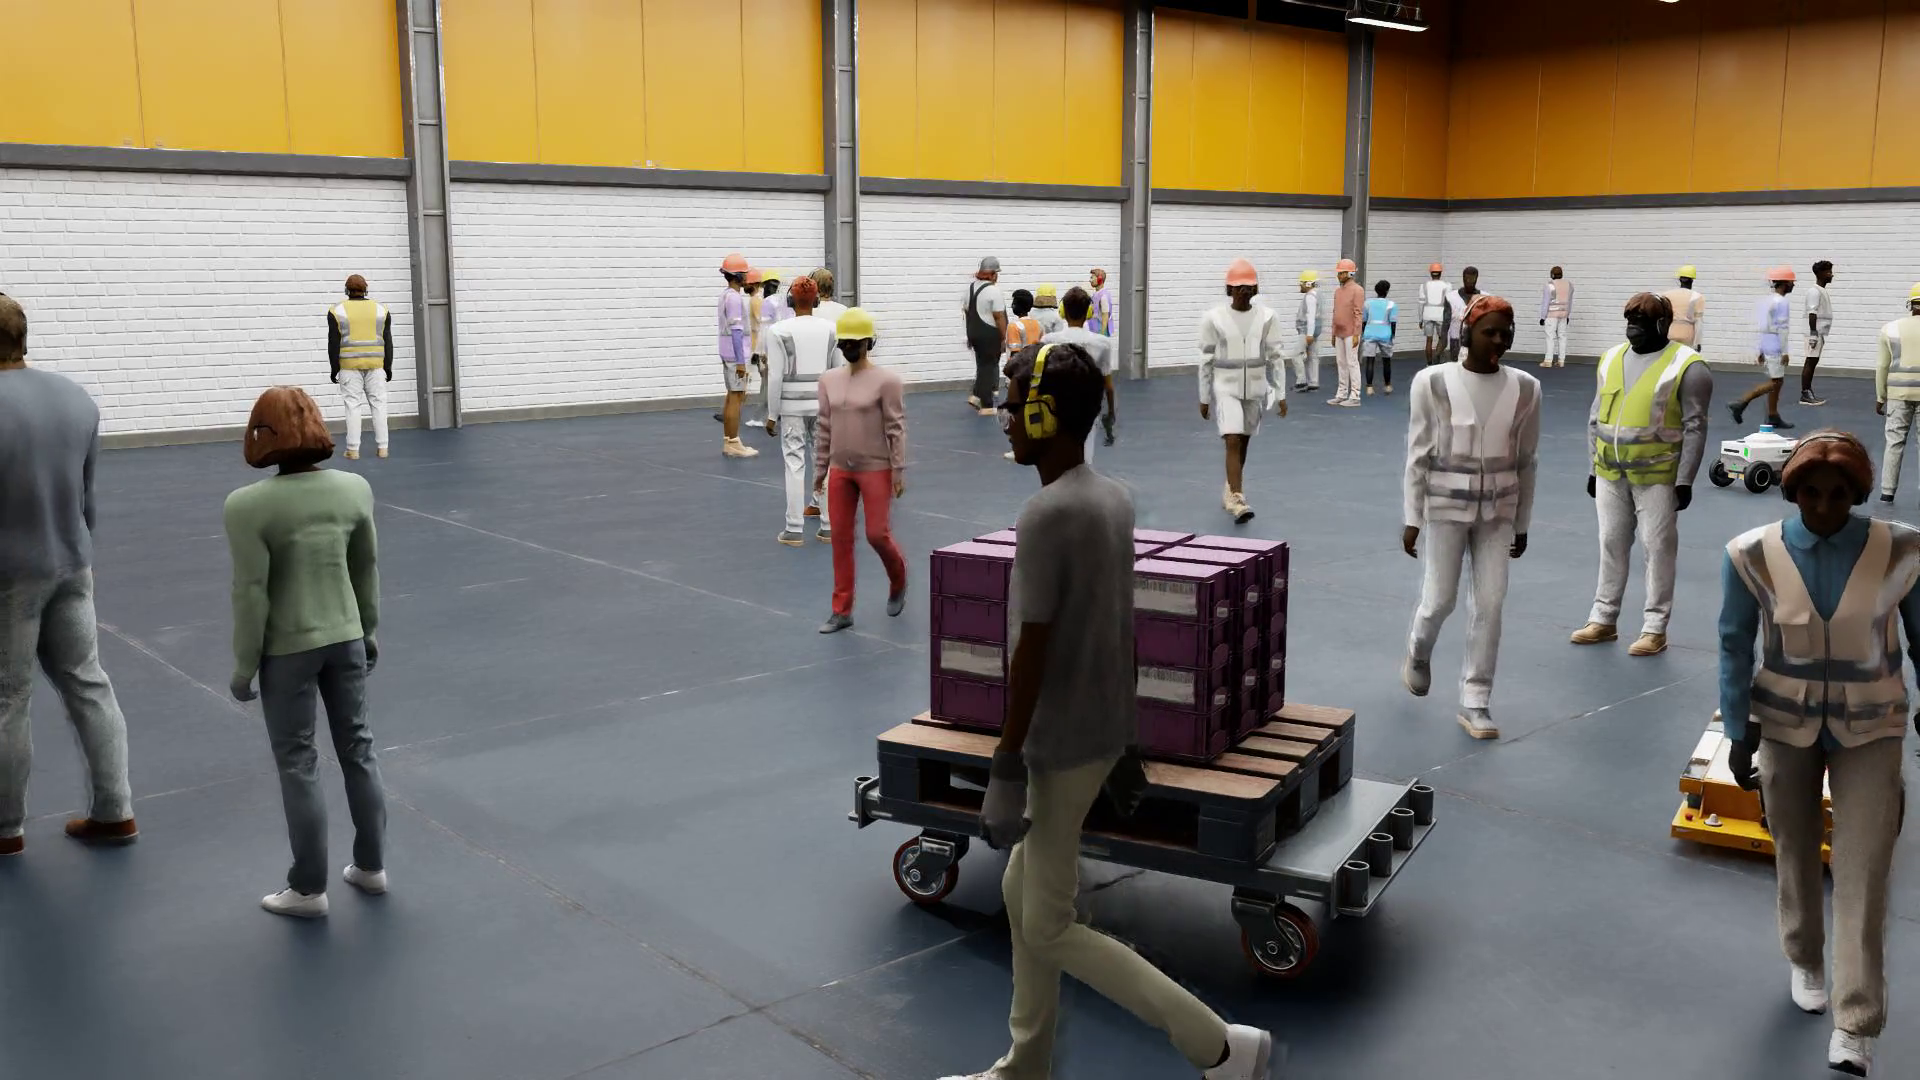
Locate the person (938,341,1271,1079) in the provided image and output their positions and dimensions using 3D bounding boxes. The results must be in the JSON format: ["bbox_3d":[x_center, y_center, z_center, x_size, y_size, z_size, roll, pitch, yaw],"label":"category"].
[{"bbox_3d":[0.310,0.482,3.719,0.750,1.837,0.535,4,10,22],"label":"person"}]

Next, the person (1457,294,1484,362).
[{"bbox_3d":[5.839,-2.005,18.993,0.855,1.598,0.525,-3,10,-16],"label":"person"}]

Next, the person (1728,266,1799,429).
[{"bbox_3d":[9.439,-2.243,19.447,0.691,1.917,0.554,2,10,12],"label":"person"}]

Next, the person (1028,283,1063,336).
[{"bbox_3d":[0.929,-1.943,18.221,0.483,1.735,0.340,6,11,32],"label":"person"}]

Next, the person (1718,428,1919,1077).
[{"bbox_3d":[2.190,0.514,4.202,0.550,1.591,0.843,6,11,31],"label":"person"}]

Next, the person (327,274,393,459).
[{"bbox_3d":[-6.003,-1.733,16.665,0.633,1.842,0.429,-6,12,-33],"label":"person"}]

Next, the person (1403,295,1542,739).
[{"bbox_3d":[2.168,-0.118,7.140,0.588,1.866,0.613,0,10,-1],"label":"person"}]

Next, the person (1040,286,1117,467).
[{"bbox_3d":[0.808,-0.824,11.435,0.541,1.825,0.989,1,10,5],"label":"person"}]

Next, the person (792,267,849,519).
[{"bbox_3d":[-1.051,-1.126,12.830,0.379,1.940,0.629,9,13,43],"label":"person"}]

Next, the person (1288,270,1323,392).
[{"bbox_3d":[5.090,-3.088,24.669,0.568,1.813,0.626,3,10,18],"label":"person"}]

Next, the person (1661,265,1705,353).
[{"bbox_3d":[9.616,-2.716,22.224,0.603,1.908,0.488,9,13,41],"label":"person"}]

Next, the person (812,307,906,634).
[{"bbox_3d":[-0.542,-0.382,9.023,0.531,1.757,0.574,5,11,27],"label":"person"}]

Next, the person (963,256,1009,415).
[{"bbox_3d":[0.376,-2.611,21.225,0.536,2.000,0.713,-7,12,-34],"label":"person"}]

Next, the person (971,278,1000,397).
[{"bbox_3d":[0.361,-2.963,23.860,0.517,1.843,0.326,-5,11,-28],"label":"person"}]

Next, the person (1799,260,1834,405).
[{"bbox_3d":[11.712,-2.831,22.731,0.362,1.966,0.611,7,12,34],"label":"person"}]

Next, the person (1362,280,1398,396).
[{"bbox_3d":[6.113,-2.941,24.251,0.547,1.658,0.784,4,11,23],"label":"person"}]

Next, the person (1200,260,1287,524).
[{"bbox_3d":[2.167,-1.135,12.736,0.629,1.984,1.056,-1,10,-4],"label":"person"}]

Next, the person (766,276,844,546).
[{"bbox_3d":[-1.082,-0.899,11.659,0.585,1.882,0.344,-5,11,-27],"label":"person"}]

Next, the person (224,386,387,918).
[{"bbox_3d":[-2.008,0.343,5.127,0.268,1.630,0.507,7,12,34],"label":"person"}]

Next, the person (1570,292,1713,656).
[{"bbox_3d":[3.467,-0.336,8.489,0.430,1.845,0.624,-6,12,-33],"label":"person"}]

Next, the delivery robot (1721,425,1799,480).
[{"bbox_3d":[6.986,-0.757,14.440,0.707,0.478,0.477,-3,10,-17],"label":"delivery robot"}]

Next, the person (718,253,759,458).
[{"bbox_3d":[-2.237,-1.850,16.753,0.369,2.044,0.615,-3,10,-16],"label":"person"}]

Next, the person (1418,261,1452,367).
[{"bbox_3d":[8.296,-3.893,29.059,0.566,1.926,0.399,4,10,22],"label":"person"}]

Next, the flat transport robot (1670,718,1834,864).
[{"bbox_3d":[3.060,0.858,6.089,0.652,0.197,1.431,6,11,30],"label":"flat transport robot"}]

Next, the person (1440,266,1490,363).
[{"bbox_3d":[6.388,-2.504,21.013,0.614,1.900,0.446,2,10,13],"label":"person"}]

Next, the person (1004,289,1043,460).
[{"bbox_3d":[0.625,-1.646,16.581,0.316,1.696,0.542,7,12,34],"label":"person"}]

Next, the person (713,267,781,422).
[{"bbox_3d":[-2.517,-2.379,20.344,0.963,1.887,0.545,0,10,-2],"label":"person"}]

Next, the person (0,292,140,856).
[{"bbox_3d":[-3.174,0.133,5.592,0.647,1.925,0.638,3,10,18],"label":"person"}]

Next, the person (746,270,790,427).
[{"bbox_3d":[-2.129,-2.236,19.592,0.890,1.870,0.674,2,10,11],"label":"person"}]

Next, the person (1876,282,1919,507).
[{"bbox_3d":[7.715,-1.175,13.424,0.588,1.833,0.404,6,11,31],"label":"person"}]

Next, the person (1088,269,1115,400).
[{"bbox_3d":[1.971,-2.887,23.411,0.390,1.846,0.564,-1,10,-7],"label":"person"}]

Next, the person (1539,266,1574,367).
[{"bbox_3d":[10.877,-4.076,30.405,0.619,1.838,0.430,-3,10,-16],"label":"person"}]

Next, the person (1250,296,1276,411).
[{"bbox_3d":[3.717,-2.494,21.127,0.705,1.851,0.512,-2,10,-11],"label":"person"}]

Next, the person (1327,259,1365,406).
[{"bbox_3d":[5.222,-2.800,22.514,0.396,1.989,0.619,-4,10,-21],"label":"person"}]
